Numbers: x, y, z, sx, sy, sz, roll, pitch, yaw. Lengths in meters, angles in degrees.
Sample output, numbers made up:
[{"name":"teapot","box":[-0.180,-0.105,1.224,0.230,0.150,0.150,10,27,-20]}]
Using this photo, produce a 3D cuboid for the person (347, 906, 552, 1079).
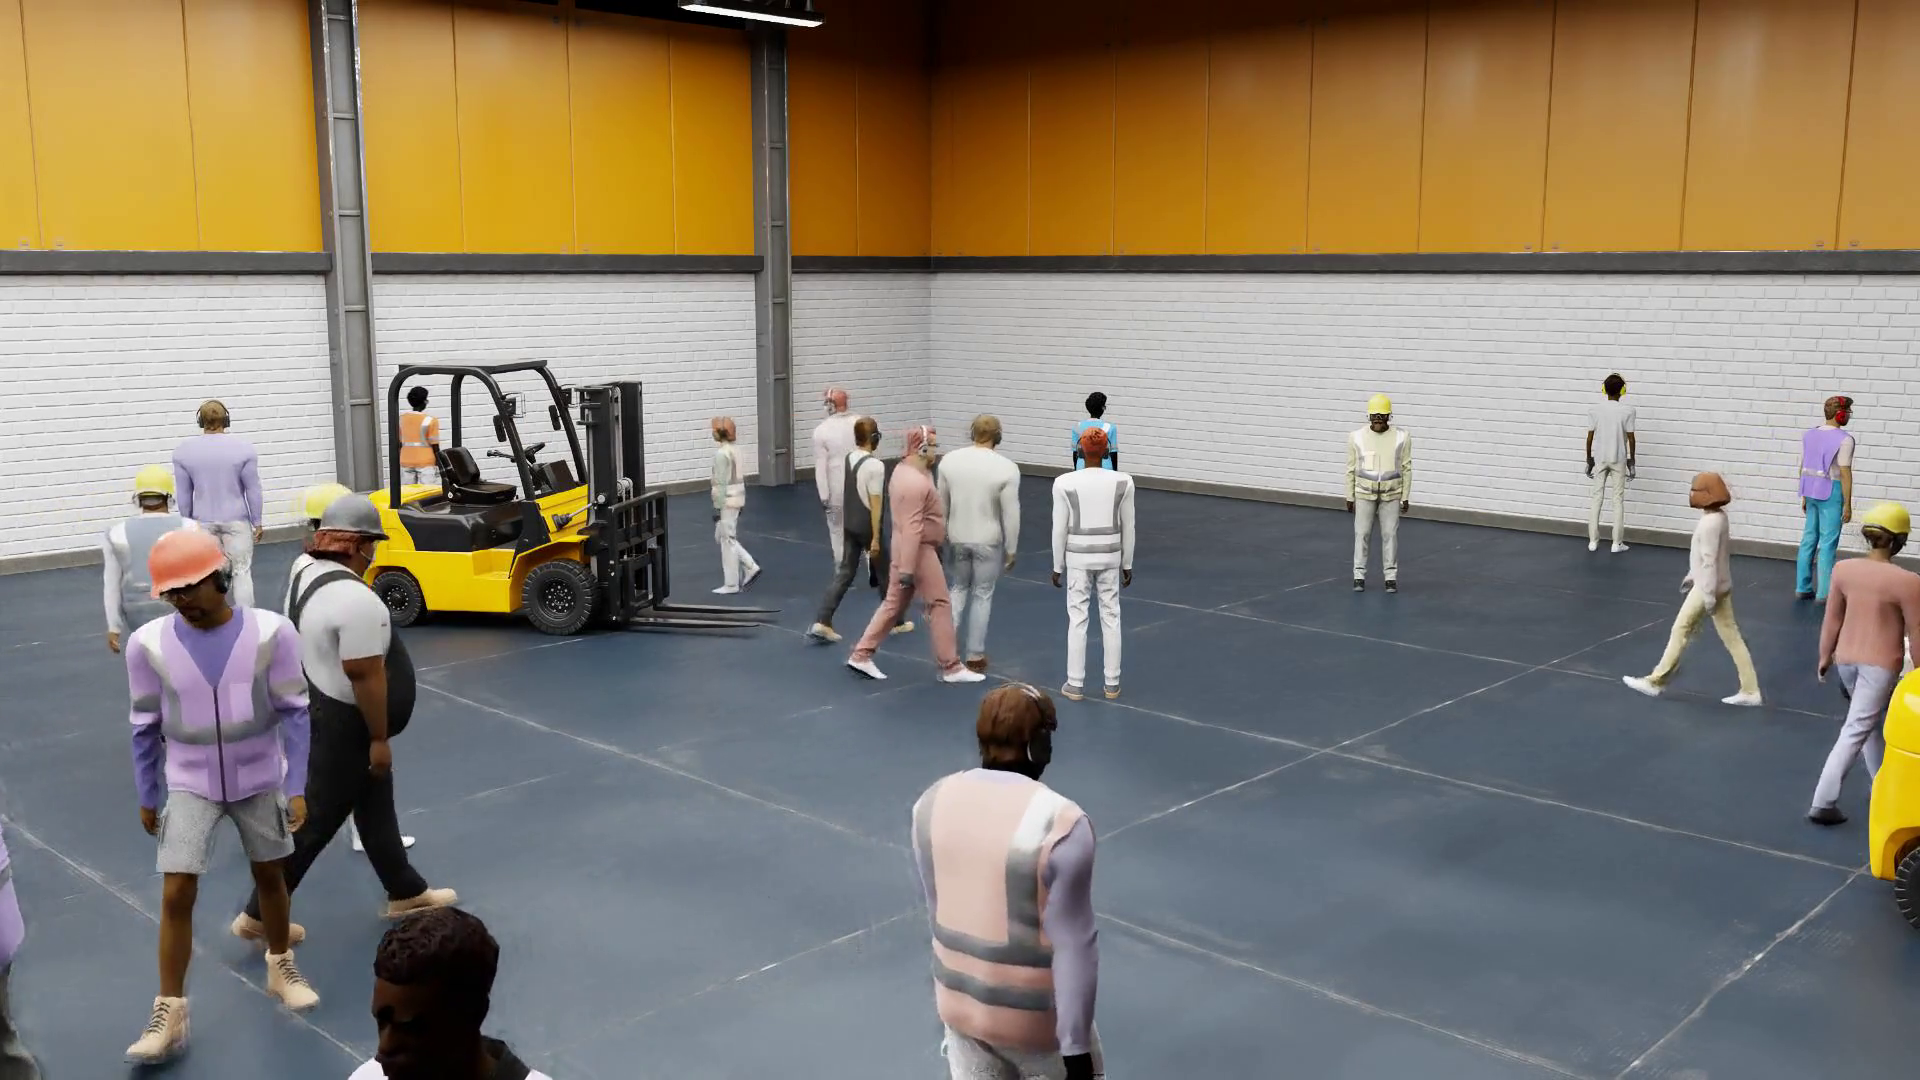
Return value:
[{"name":"person","box":[-0.837,1.536,3.009,0.602,1.885,0.957,5,10,26]}]

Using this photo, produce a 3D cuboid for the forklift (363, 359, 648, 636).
[{"name":"forklift","box":[-3.850,-0.407,13.936,2.313,2.155,1.214,2,9,11]}]

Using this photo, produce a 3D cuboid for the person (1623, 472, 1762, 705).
[{"name":"person","box":[5.044,0.331,11.278,0.879,1.586,0.513,7,12,36]}]

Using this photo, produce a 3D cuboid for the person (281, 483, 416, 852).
[{"name":"person","box":[-3.232,0.657,8.314,0.812,1.904,0.590,-2,9,-12]}]

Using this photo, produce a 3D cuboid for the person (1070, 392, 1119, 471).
[{"name":"person","box":[1.397,-0.674,17.091,0.524,1.698,0.317,5,11,30]}]

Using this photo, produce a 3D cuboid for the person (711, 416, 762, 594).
[{"name":"person","box":[-2.093,-0.308,15.060,0.384,1.629,0.516,1,9,5]}]

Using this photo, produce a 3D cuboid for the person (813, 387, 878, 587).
[{"name":"person","box":[-1.019,-0.462,15.251,0.666,1.876,0.732,-4,10,-22]}]

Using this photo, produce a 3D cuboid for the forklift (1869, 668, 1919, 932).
[{"name":"forklift","box":[5.205,0.723,7.013,2.313,2.155,1.214,9,13,43]}]

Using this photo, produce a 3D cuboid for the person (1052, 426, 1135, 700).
[{"name":"person","box":[0.910,0.163,11.397,0.574,1.883,0.356,-1,9,-6]}]

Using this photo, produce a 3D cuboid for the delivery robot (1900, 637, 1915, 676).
[{"name":"delivery robot","box":[6.388,0.821,11.132,0.707,0.478,0.477,-1,9,-7]}]

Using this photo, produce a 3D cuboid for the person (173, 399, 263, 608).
[{"name":"person","box":[-5.793,-0.135,13.054,0.631,1.940,0.372,-2,9,-12]}]

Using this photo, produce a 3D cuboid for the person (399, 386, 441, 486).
[{"name":"person","box":[-5.850,-0.810,17.996,0.535,1.680,0.318,2,10,14]}]

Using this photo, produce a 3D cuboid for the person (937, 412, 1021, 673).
[{"name":"person","box":[0.118,0.037,12.083,0.661,1.909,0.496,4,10,23]}]

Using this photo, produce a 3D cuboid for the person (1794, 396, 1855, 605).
[{"name":"person","box":[7.611,-0.347,14.648,0.373,1.840,0.572,-2,9,-12]}]

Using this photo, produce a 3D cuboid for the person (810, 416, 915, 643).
[{"name":"person","box":[-0.789,-0.079,13.164,0.976,1.806,0.508,-9,13,-43]}]

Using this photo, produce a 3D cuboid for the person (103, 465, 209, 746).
[{"name":"person","box":[-4.771,0.445,9.972,0.619,1.793,0.916,-3,10,-18]}]

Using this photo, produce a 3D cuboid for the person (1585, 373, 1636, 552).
[{"name":"person","box":[6.795,-0.806,17.365,0.513,1.876,0.328,6,11,33]}]

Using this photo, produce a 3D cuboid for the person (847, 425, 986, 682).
[{"name":"person","box":[-0.356,0.107,11.850,0.946,1.870,0.637,-2,10,-14]}]

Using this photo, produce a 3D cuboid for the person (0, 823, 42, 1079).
[{"name":"person","box":[-2.964,1.225,4.876,0.549,1.881,0.727,-2,10,-14]}]

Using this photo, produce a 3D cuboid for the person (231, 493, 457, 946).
[{"name":"person","box":[-2.764,0.755,7.285,0.975,2.000,0.706,-7,11,-35]}]

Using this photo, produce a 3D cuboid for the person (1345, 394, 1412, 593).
[{"name":"person","box":[3.813,-0.425,15.191,0.592,1.824,0.403,2,9,12]}]

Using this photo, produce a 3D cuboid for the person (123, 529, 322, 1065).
[{"name":"person","box":[-2.821,0.942,6.320,0.690,1.997,0.761,-4,10,-21]}]

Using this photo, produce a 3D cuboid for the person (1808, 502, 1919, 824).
[{"name":"person","box":[4.884,0.653,8.885,0.903,1.715,0.542,-4,10,-22]}]

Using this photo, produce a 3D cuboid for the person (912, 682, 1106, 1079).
[{"name":"person","box":[0.198,1.293,4.680,0.641,1.811,0.693,8,12,41]}]
